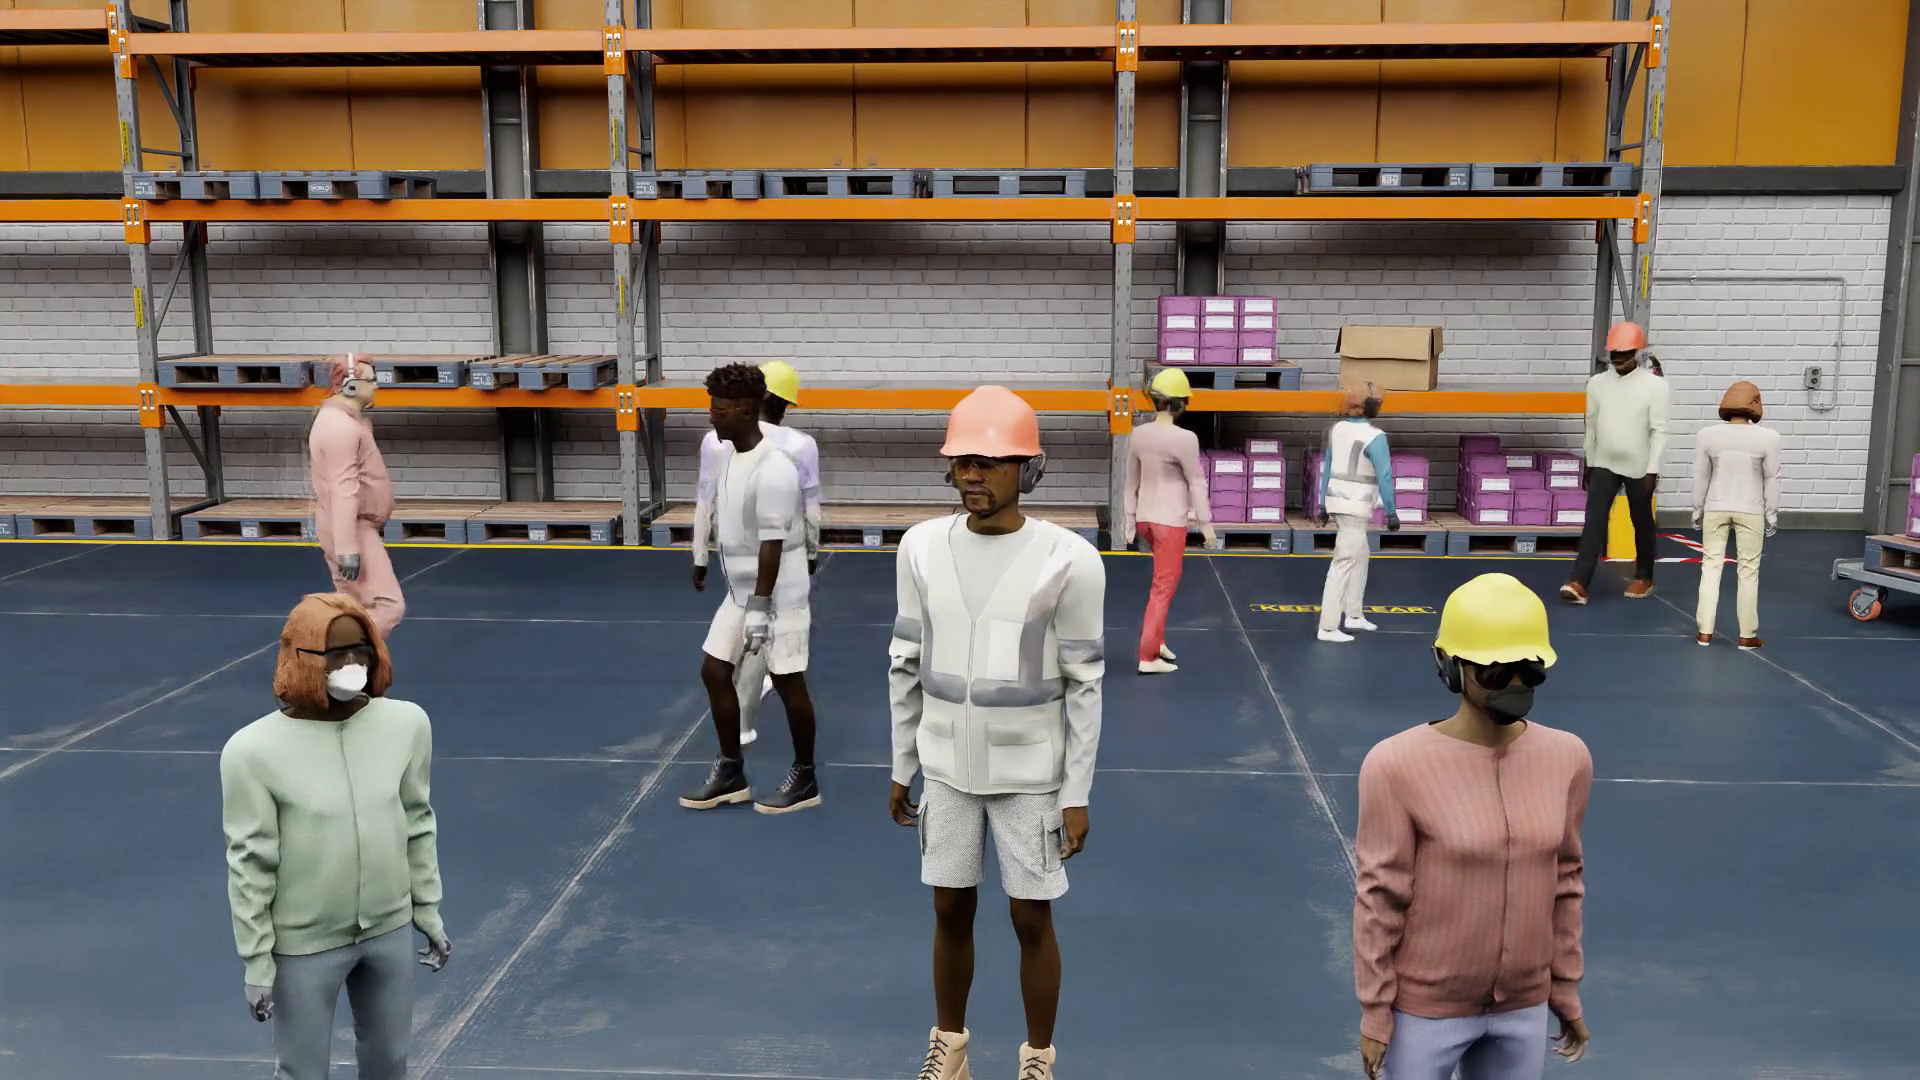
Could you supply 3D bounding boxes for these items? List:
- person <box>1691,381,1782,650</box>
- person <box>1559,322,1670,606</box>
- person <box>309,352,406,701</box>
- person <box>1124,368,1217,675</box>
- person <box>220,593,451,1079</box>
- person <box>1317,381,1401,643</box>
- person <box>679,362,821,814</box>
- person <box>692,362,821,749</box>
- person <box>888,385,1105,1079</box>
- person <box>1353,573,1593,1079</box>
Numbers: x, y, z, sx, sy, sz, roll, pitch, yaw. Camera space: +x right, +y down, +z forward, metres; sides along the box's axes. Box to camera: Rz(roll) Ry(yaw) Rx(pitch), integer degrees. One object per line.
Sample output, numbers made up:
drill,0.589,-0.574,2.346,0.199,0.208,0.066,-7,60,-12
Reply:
person,4.706,-0.151,10.112,0.499,1.633,0.279,7,12,34
person,4.515,-0.512,11.375,1.050,1.936,0.624,-9,13,-43
person,-3.083,-0.014,8.543,0.428,1.890,0.681,-4,10,-22
person,1.211,-0.099,9.481,0.534,1.751,0.532,-5,11,-29
person,-1.414,0.922,3.826,0.286,1.636,0.500,9,13,41
person,2.479,-0.166,10.247,0.658,1.615,0.510,-3,10,-17
person,-0.912,0.226,6.995,0.720,1.936,0.632,-6,11,-32
person,-0.987,0.047,8.294,0.620,1.856,0.956,2,10,9
person,0.079,0.609,4.455,0.607,2.048,0.368,4,11,23
person,1.037,0.935,3.370,0.522,1.769,0.312,-3,10,-16
